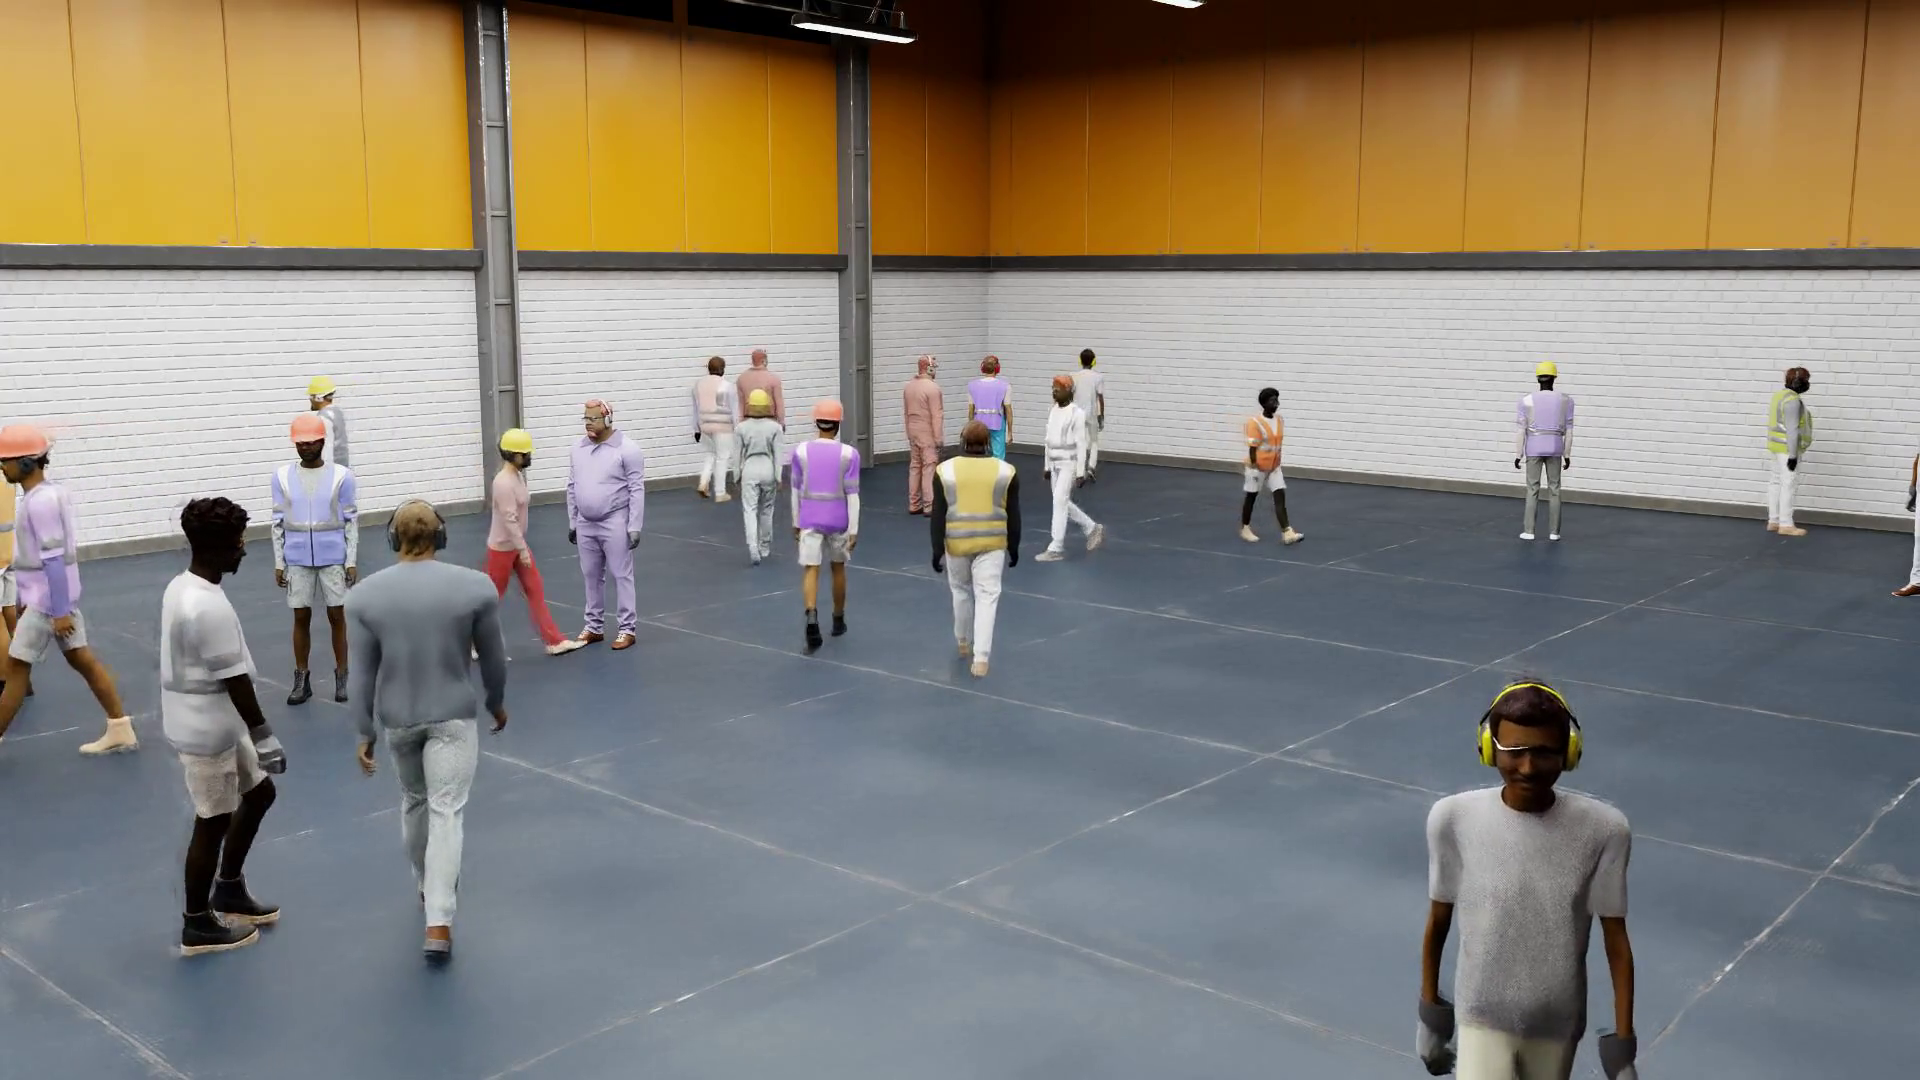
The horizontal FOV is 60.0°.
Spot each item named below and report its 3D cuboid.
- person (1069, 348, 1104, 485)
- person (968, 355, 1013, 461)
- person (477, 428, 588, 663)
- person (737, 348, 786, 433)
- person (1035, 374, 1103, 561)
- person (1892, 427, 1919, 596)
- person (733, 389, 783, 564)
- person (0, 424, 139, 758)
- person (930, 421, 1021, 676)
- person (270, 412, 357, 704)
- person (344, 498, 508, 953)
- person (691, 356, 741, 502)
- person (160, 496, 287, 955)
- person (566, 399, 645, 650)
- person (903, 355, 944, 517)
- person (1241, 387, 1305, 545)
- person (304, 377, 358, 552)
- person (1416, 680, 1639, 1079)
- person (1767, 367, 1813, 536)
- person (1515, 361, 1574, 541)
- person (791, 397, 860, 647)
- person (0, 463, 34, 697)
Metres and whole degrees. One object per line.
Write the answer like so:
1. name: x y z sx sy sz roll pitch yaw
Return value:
1. person: 1.692 -1.656 22.460 0.509 1.855 0.415 1 9 7
2. person: 0.374 -1.345 20.501 0.565 1.850 0.390 3 9 16
3. person: -3.157 0.054 12.074 0.857 1.722 0.542 0 9 3
4. person: -2.626 -1.573 21.832 0.650 1.885 0.795 4 10 26
5. person: 1.111 -0.731 16.621 0.801 1.864 0.583 -5 10 -28
6. person: 8.471 -0.394 14.471 0.322 1.871 0.531 -3 10 -20
7. person: -1.995 -0.638 16.480 0.488 1.719 0.798 -1 9 -7
8. person: -5.342 0.326 9.571 1.067 1.981 0.639 -4 10 -24
9. person: 0.117 0.036 12.001 0.651 1.791 0.977 0 9 0
10. person: -4.267 0.121 11.020 0.544 1.939 0.354 -2 9 -13
11. person: -2.271 0.772 7.100 0.633 1.900 1.000 -1 9 -7
12. person: -3.030 -1.376 20.775 0.626 1.828 0.441 5 10 27
13. person: -3.048 0.774 6.919 0.554 1.935 0.605 -5 10 -28
14. person: -2.713 -0.117 12.614 0.652 1.906 0.403 4 10 22
15. person: -0.385 -1.222 19.552 0.403 1.906 0.651 -6 11 -34
16. person: 3.250 -0.759 17.410 0.549 1.649 0.853 -6 11 -33
17. person: -6.417 -0.741 16.829 0.438 1.832 0.601 -1 9 -7
18. person: 1.419 1.273 4.139 0.515 1.834 0.907 2 9 10
19. person: 9.098 -0.968 18.241 0.429 1.839 0.665 2 9 14
20. person: 6.221 -0.940 17.743 0.584 1.919 0.382 2 9 11
21. person: -1.040 -0.143 12.796 0.544 1.909 0.861 0 9 1
22. person: -6.406 0.134 10.944 0.371 1.935 0.551 -1 9 -6
